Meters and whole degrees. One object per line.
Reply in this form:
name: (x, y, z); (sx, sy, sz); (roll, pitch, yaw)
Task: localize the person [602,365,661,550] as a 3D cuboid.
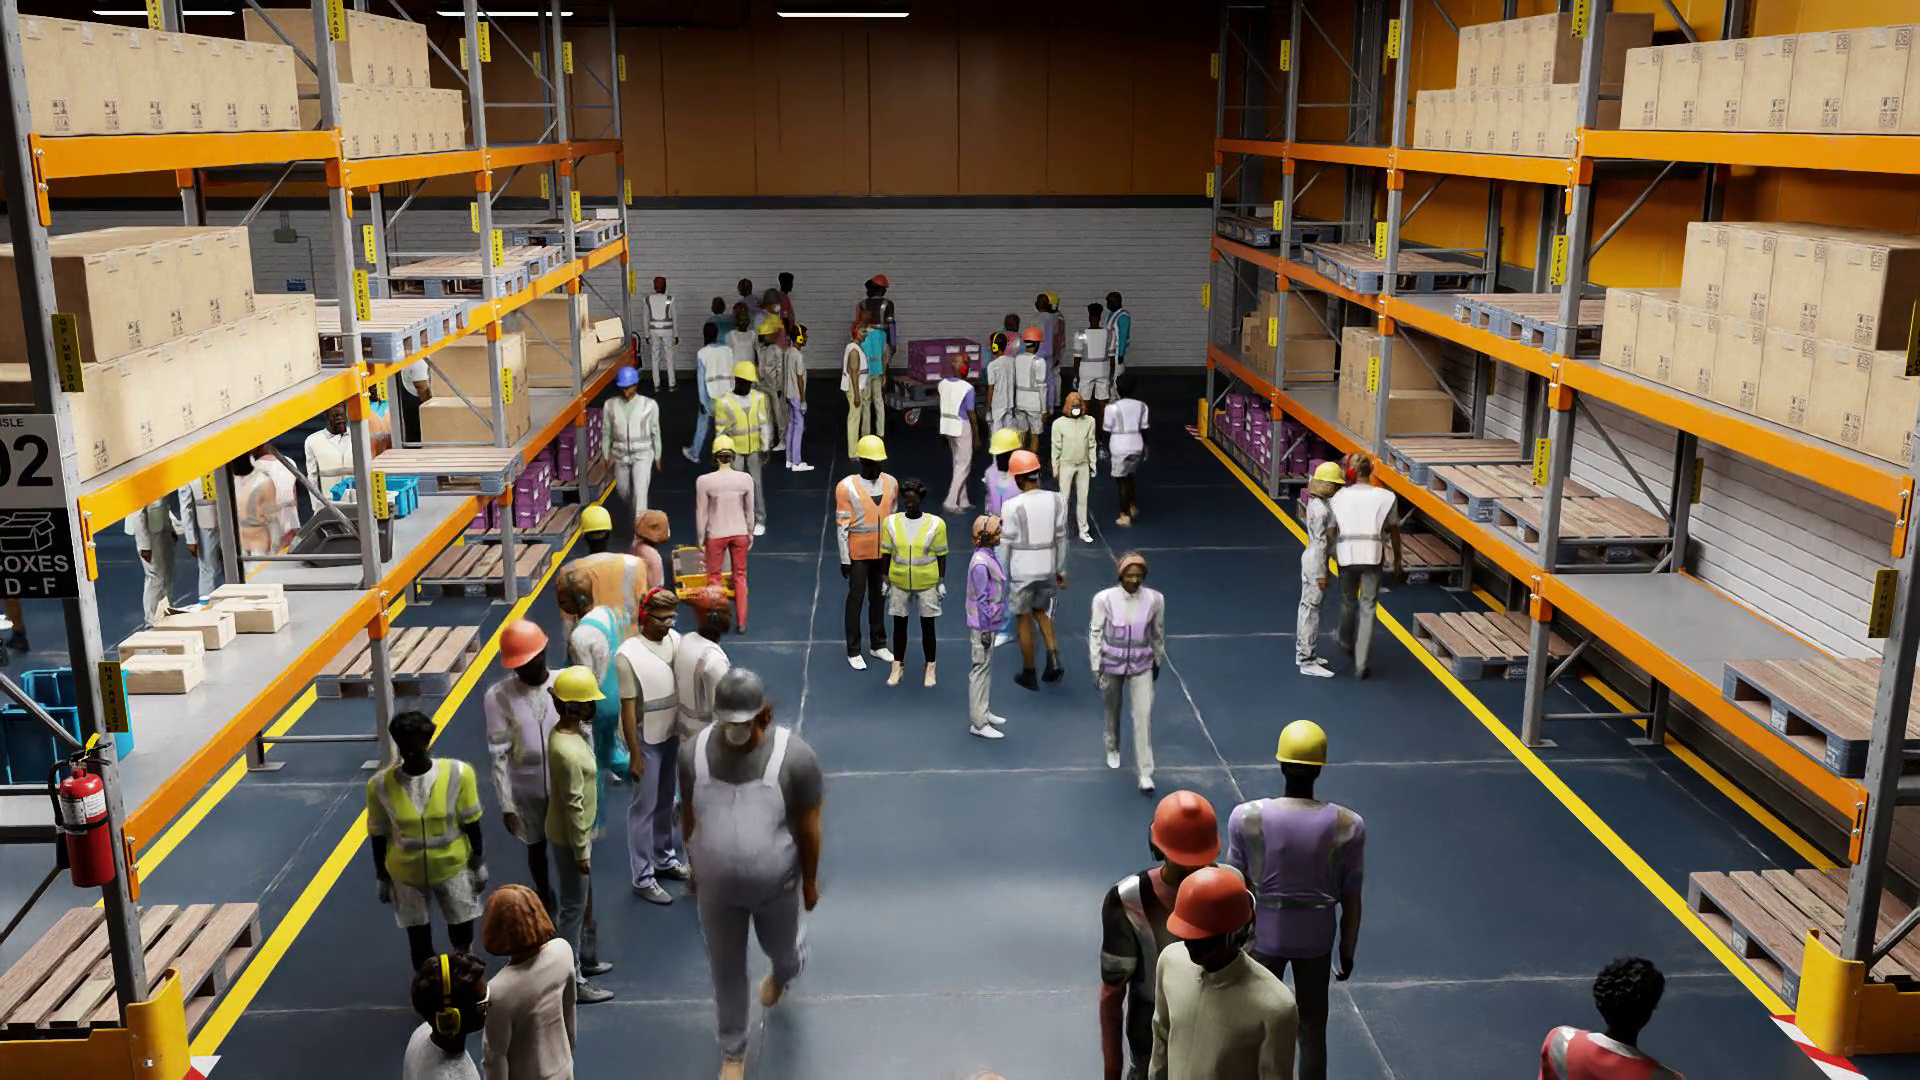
person: (-3.448, -0.907, 17.539); (0.621, 1.923, 0.836); (1, 14, 2)

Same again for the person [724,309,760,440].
person: (-3.009, -2.289, 23.112); (0.503, 1.839, 0.340); (-6, 16, -24)

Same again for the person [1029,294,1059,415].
person: (1.239, -2.774, 24.998); (0.507, 1.847, 0.345); (-9, 17, -30)

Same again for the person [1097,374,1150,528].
person: (1.791, -0.994, 18.334); (0.550, 1.673, 0.588); (-8, 16, -28)

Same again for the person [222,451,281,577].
person: (-5.943, 0.035, 13.930); (0.617, 1.879, 0.646); (11, 18, 37)

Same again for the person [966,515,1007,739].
person: (0.190, 0.616, 12.098); (0.306, 1.640, 0.522); (1, 14, 5)

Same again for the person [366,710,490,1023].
person: (-2.602, 1.594, 8.167); (0.560, 1.677, 0.464); (-3, 15, -13)

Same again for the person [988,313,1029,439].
person: (0.661, -2.213, 22.897); (0.607, 1.803, 0.928); (13, 19, 42)

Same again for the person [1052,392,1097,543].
person: (1.203, -0.764, 17.556); (0.504, 1.623, 0.287); (-5, 15, -17)

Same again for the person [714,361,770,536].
person: (-2.323, -0.966, 17.779); (0.580, 1.905, 0.457); (-12, 19, -39)

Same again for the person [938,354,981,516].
person: (-0.003, -1.181, 18.770); (0.523, 1.834, 0.584); (-11, 18, -37)

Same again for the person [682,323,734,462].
person: (-3.183, -1.853, 21.350); (0.587, 1.857, 1.037); (-12, 19, -40)

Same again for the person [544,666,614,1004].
person: (-1.935, 1.487, 8.450); (0.339, 1.761, 0.524); (-4, 15, -15)

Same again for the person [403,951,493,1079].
person: (-1.607, 2.200, 5.425); (0.317, 1.870, 0.531); (-8, 16, -27)

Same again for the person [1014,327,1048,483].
person: (0.875, -1.654, 20.443); (0.390, 1.927, 0.548); (-14, 20, -43)

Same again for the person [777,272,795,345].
person: (-2.875, -3.418, 27.301); (0.369, 1.957, 0.606); (-4, 15, -16)

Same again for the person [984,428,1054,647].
person: (0.501, -0.042, 14.170); (0.613, 1.900, 0.689); (11, 18, 38)

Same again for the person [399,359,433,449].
person: (-6.536, -1.645, 20.175); (0.536, 2.000, 0.684); (-11, 18, -38)

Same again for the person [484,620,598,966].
person: (-2.194, 1.327, 8.827); (0.569, 1.875, 0.968); (-5, 15, -18)

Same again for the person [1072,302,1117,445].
person: (1.831, -2.261, 22.742); (0.613, 1.965, 0.361); (-2, 15, -10)

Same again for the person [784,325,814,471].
person: (-2.072, -1.807, 21.176); (0.327, 1.862, 0.509); (-7, 16, -25)

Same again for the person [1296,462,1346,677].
person: (2.916, 0.223, 13.444); (0.313, 1.740, 0.486); (2, 14, 8)

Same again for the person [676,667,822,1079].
person: (-0.987, 1.482, 7.900); (0.686, 2.000, 0.853); (1, 14, 3)

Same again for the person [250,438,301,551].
person: (-5.863, -0.062, 14.239); (0.409, 1.907, 0.598); (3, 15, 12)

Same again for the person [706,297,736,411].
person: (-3.572, -2.772, 25.143); (0.547, 1.785, 0.985); (-9, 17, -31)

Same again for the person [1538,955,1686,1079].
person: (2.205, 2.223, 5.695); (0.320, 1.692, 0.536); (-13, 19, -41)

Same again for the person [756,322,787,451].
person: (-2.579, -2.076, 22.486); (0.486, 1.735, 0.338); (12, 19, 40)

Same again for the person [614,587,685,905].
person: (-1.760, 1.157, 9.580); (0.388, 1.837, 0.564); (6, 15, 21)

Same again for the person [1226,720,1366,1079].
person: (1.440, 1.711, 7.251); (0.584, 1.919, 0.388); (2, 14, 6)

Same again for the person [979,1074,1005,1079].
person: (0.040, 2.368, 5.262); (0.536, 1.618, 0.556); (-2, 14, -9)

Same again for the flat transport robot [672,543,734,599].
flat transport robot: (-2.448, 0.283, 16.138); (0.652, 0.197, 1.431); (-3, 15, -11)

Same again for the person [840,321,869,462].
person: (-1.370, -1.944, 21.744); (0.394, 1.841, 0.564); (-1, 14, -2)

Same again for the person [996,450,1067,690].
person: (0.560, 0.237, 13.060); (0.575, 1.904, 0.466); (-8, 16, -28)

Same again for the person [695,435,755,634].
person: (-2.038, -0.040, 14.486); (0.534, 1.740, 0.432); (-6, 16, -23)

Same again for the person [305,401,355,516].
person: (-5.727, -0.374, 15.426); (0.591, 1.922, 0.392); (-11, 18, -36)

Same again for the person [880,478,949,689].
person: (-0.364, 0.340, 13.068); (0.541, 1.696, 0.316); (2, 14, 9)

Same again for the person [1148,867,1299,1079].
person: (0.875, 2.054, 5.771); (0.408, 1.986, 0.617); (-12, 19, -40)

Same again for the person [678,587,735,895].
person: (-1.371, 1.175, 9.472); (0.426, 1.884, 0.585); (-8, 16, -29)

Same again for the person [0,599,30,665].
person: (-8.045, 0.073, 13.698); (0.558, 1.902, 0.620); (-13, 19, -42)

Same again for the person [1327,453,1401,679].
person: (3.271, 0.171, 13.547); (0.644, 1.782, 0.941); (3, 15, 10)

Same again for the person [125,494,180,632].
person: (-6.898, -0.056, 14.213); (0.408, 1.903, 0.617); (-1, 14, -5)

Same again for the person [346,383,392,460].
person: (-6.021, -0.824, 17.209); (0.398, 1.915, 0.589); (12, 19, 39)

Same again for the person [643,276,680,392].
person: (-4.891, -3.372, 27.265); (0.575, 1.885, 0.359); (1, 14, 6)

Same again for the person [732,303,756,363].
person: (-3.256, -2.591, 24.407); (0.739, 1.789, 0.580); (4, 15, 15)

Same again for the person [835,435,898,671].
person: (-0.734, 0.089, 13.591); (0.585, 1.929, 0.363); (-11, 18, -36)

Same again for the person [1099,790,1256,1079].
person: (0.835, 1.893, 6.318); (0.612, 2.030, 0.403); (-4, 15, -13)

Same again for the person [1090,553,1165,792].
person: (1.125, 0.874, 11.188); (0.518, 1.592, 0.870); (0, 14, 0)

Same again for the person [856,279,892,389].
person: (-1.343, -3.120, 26.122); (0.612, 1.960, 0.365); (3, 15, 11)

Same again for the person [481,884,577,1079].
person: (-1.634, 2.084, 6.365); (0.277, 1.629, 0.504); (6, 16, 23)

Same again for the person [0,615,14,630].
person: (-8.619, -0.157, 14.561); (0.585, 1.927, 0.366); (13, 19, 42)

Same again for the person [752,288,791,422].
person: (-2.836, -2.705, 24.338); (0.763, 2.000, 0.699); (5, 15, 20)

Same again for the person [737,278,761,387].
person: (-3.349, -3.190, 26.465); (0.367, 1.933, 0.627); (4, 15, 16)

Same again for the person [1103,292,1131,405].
person: (2.377, -2.875, 25.433); (0.429, 1.830, 0.639); (-4, 15, -15)

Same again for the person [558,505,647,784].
person: (-2.371, 0.707, 11.209); (0.612, 1.901, 0.441); (-3, 15, -11)

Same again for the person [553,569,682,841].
person: (-2.146, 1.034, 10.158); (0.767, 1.803, 0.552); (2, 14, 8)

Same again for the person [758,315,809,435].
person: (-2.664, -2.307, 23.438); (0.936, 1.714, 0.533); (3, 15, 11)

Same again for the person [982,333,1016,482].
person: (0.497, -1.616, 20.432); (0.510, 1.860, 0.333); (-14, 20, -43)

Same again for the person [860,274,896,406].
person: (-1.253, -3.109, 25.924); (0.615, 2.038, 0.395); (8, 16, 28)

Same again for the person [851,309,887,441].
person: (-1.248, -2.265, 23.009); (0.567, 1.839, 0.377); (-11, 18, -36)

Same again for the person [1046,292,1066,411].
person: (1.410, -2.879, 25.459); (0.403, 1.824, 0.592); (-3, 15, -10)
